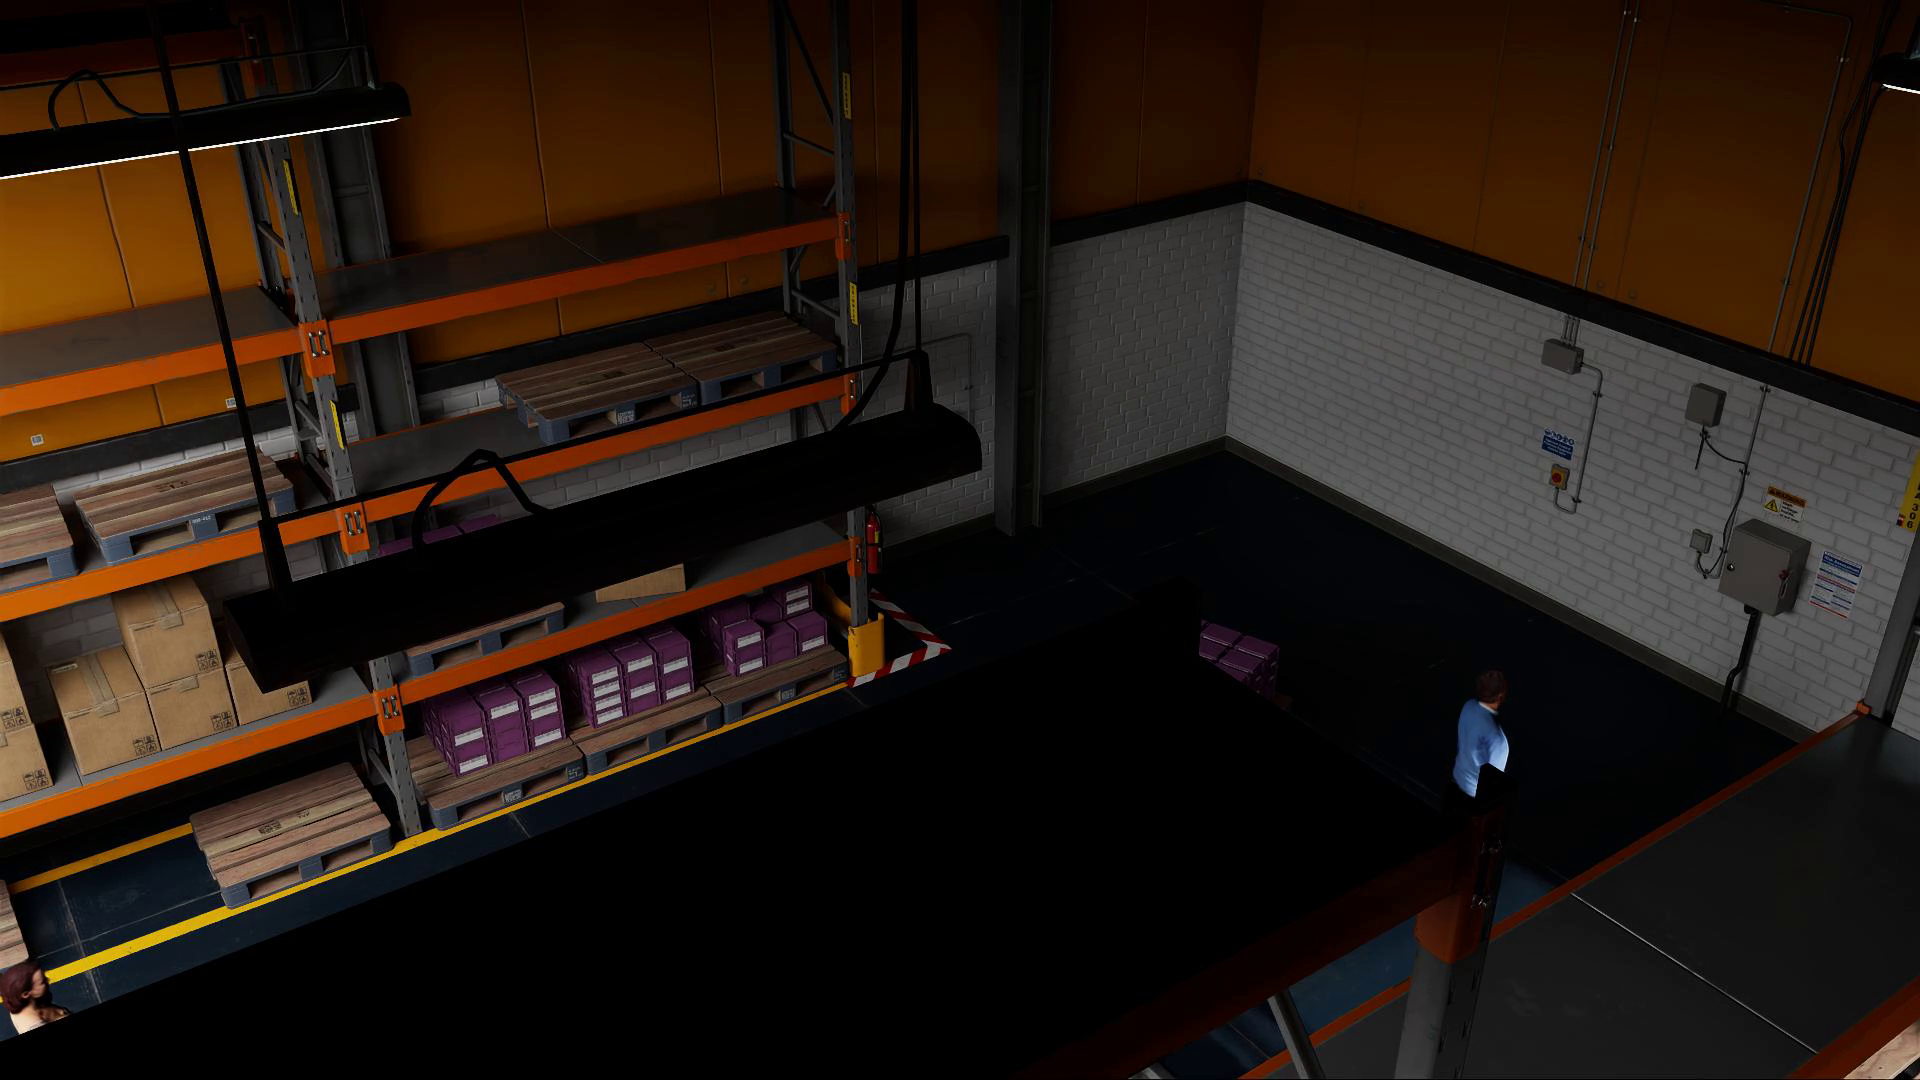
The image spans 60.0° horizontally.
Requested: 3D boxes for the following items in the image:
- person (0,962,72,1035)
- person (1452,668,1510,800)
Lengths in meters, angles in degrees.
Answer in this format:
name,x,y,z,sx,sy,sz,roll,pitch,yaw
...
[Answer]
name,x,y,z,sx,sy,sz,roll,pitch,yaw
person,-4.985,3.044,9.204,0.578,1.770,0.638,-25,37,-37
person,3.612,1.675,11.659,0.728,1.823,0.743,-4,29,-7
